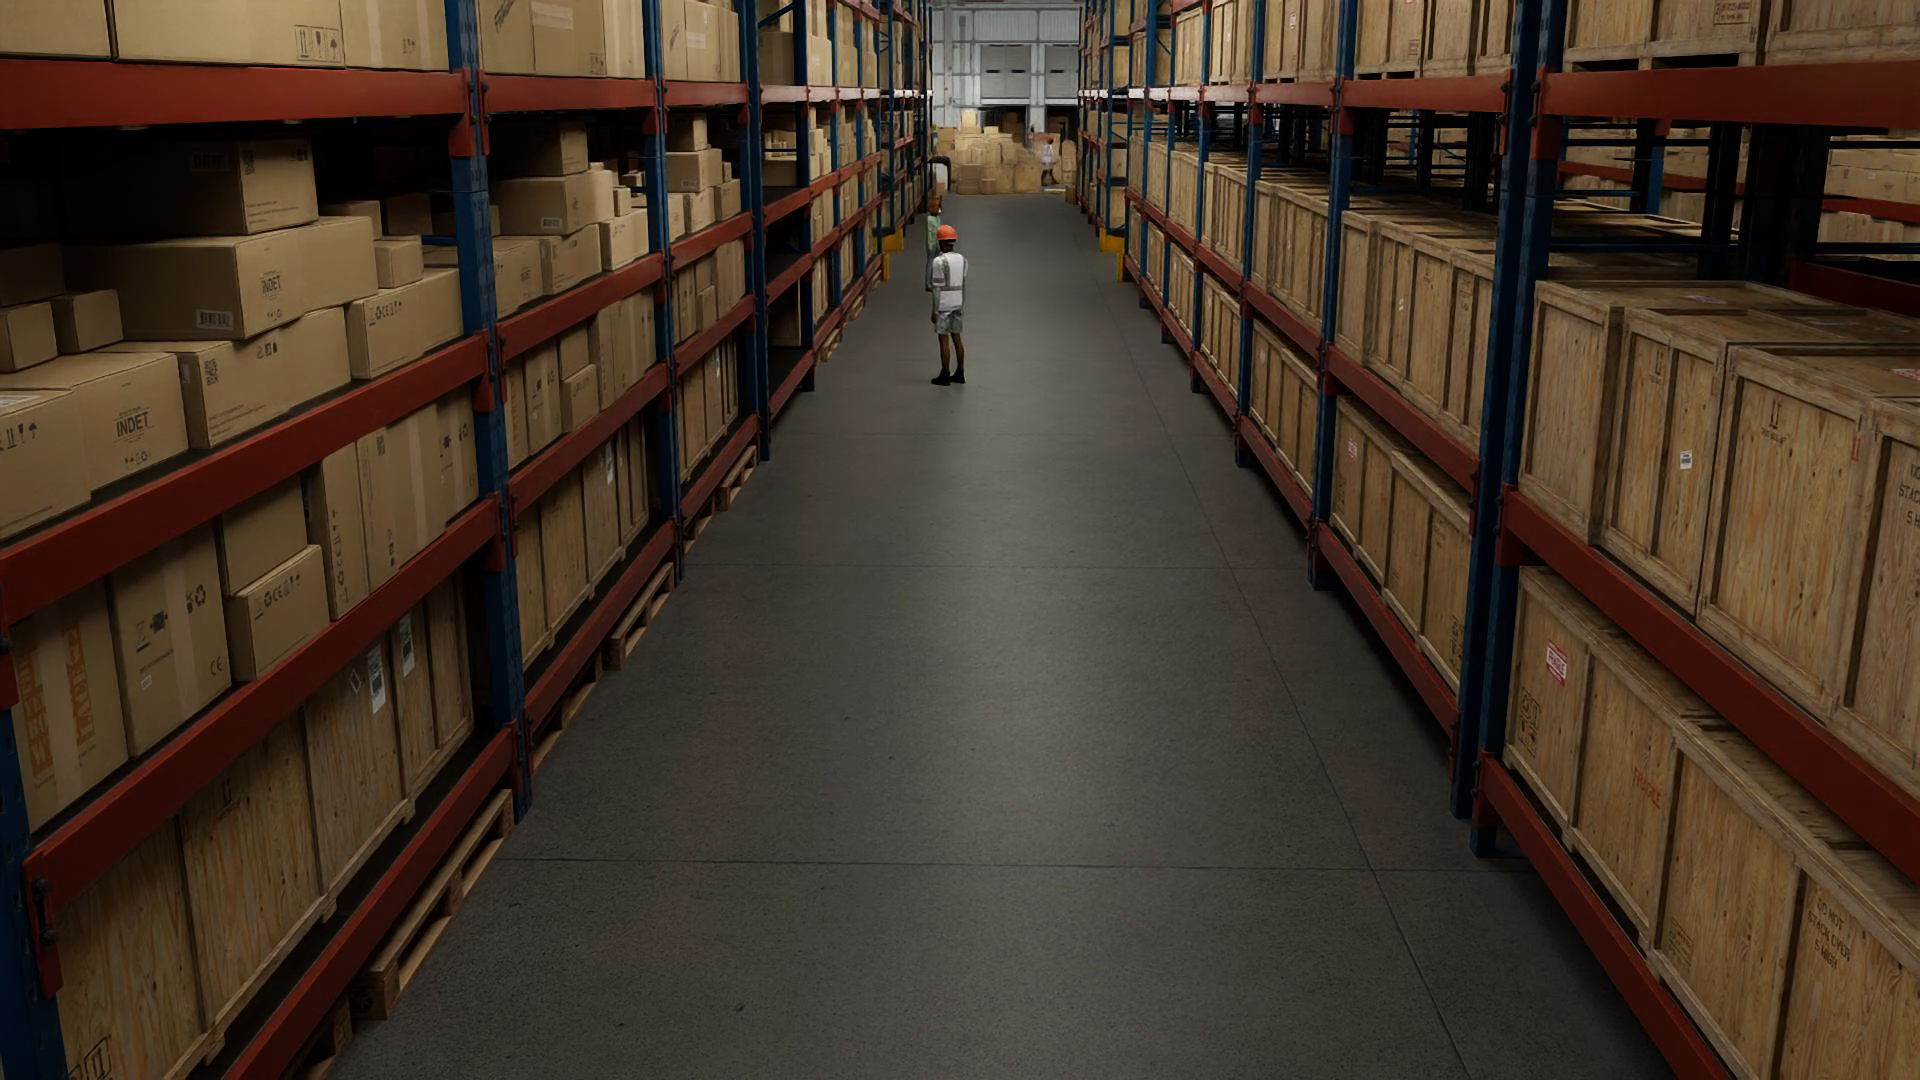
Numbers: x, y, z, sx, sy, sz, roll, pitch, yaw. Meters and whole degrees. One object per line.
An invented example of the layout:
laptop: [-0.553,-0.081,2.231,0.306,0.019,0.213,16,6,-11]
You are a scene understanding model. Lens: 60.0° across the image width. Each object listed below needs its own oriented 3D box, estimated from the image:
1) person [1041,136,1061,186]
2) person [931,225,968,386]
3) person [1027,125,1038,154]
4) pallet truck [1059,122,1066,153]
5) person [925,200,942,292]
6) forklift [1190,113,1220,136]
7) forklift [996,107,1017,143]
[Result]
person: [3.465,-14.471,63.505,0.965,1.885,0.560,-4,16,-16]
person: [-0.155,-2.839,20.171,0.383,1.929,0.539,13,20,39]
person: [3.750,-20.470,85.811,0.588,1.904,0.826,3,15,11]
pallet truck: [5.788,-21.111,88.014,1.885,1.965,0.823,5,16,18]
person: [-0.465,-5.232,29.643,0.280,1.625,0.492,6,16,22]
forklift: [8.214,-12.980,56.086,1.129,2.768,1.873,6,16,22]
forklift: [1.956,-19.882,81.768,1.873,2.768,1.129,1,15,4]
